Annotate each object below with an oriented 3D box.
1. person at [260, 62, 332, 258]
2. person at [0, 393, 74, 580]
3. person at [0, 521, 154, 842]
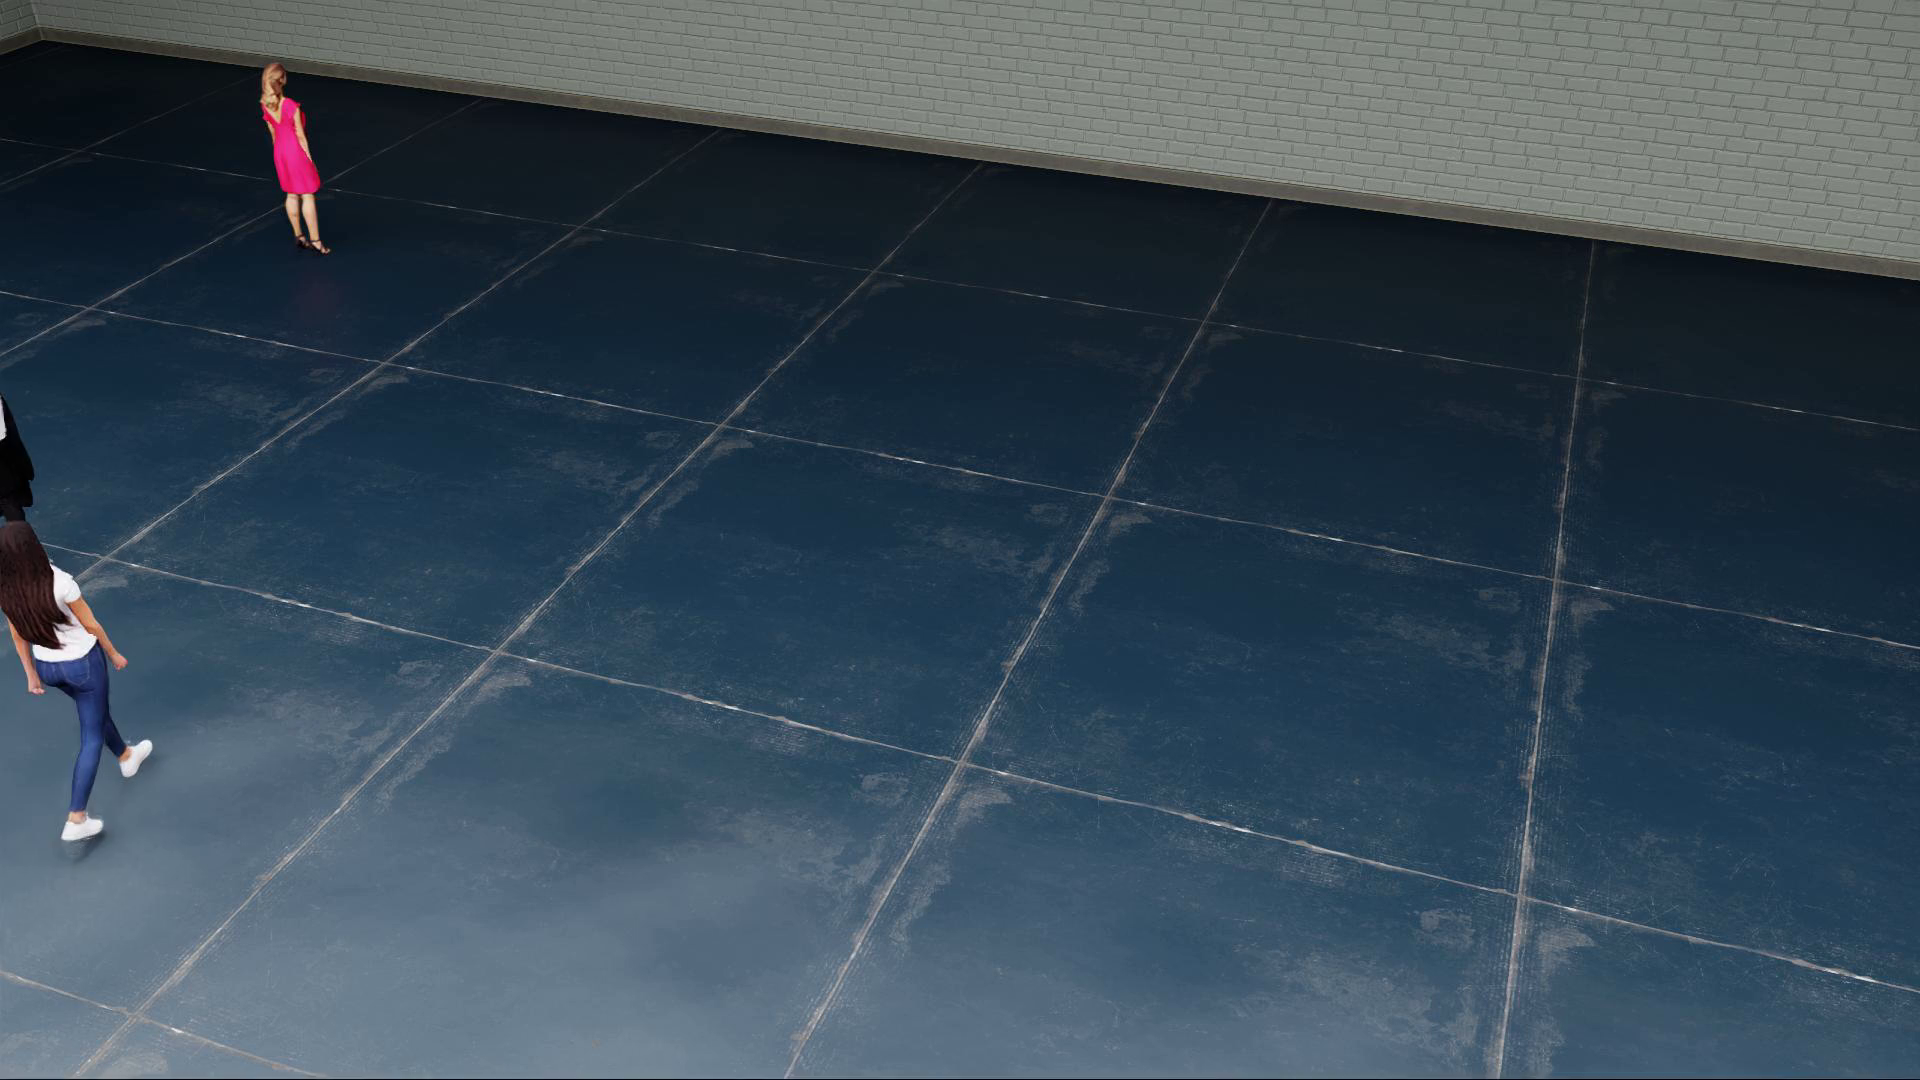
[{"bbox_3d":[-5.923,-3.369,14.733,0.601,1.723,0.575,16,36,23],"label":"person"},{"bbox_3d":[-6.040,-0.495,10.255,0.788,1.787,0.952,5,33,8],"label":"person"},{"bbox_3d":[-4.527,0.732,8.413,0.724,1.738,1.139,6,33,9],"label":"person"}]
